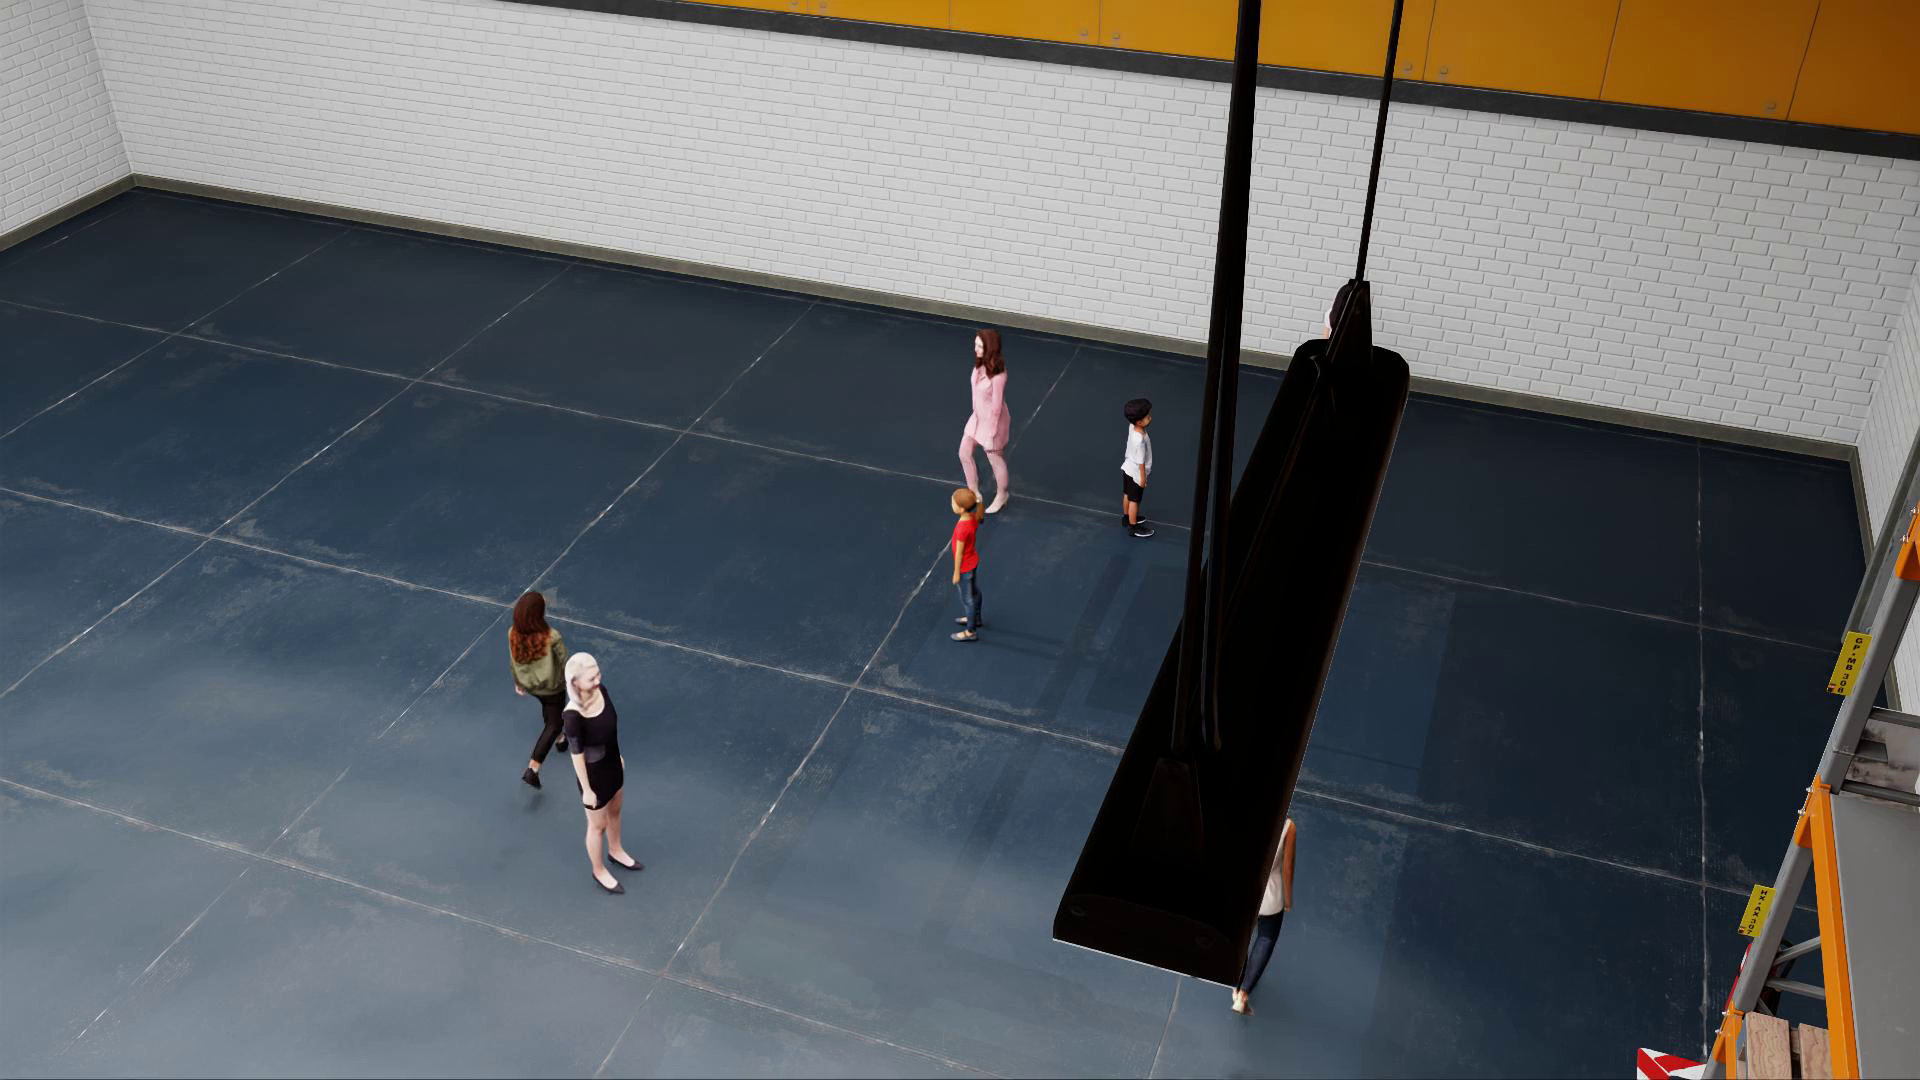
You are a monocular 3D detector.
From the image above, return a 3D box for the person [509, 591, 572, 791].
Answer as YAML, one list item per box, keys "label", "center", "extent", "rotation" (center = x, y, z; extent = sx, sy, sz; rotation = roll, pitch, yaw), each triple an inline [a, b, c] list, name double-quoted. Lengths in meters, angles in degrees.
- label: "person"
  center: [-2.859, 1.032, 11.313]
  extent: [0.566, 1.452, 0.963]
  rotation: [11, 35, 16]

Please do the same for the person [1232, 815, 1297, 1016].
- label: "person"
  center: [1.652, 2.071, 9.459]
  extent: [0.635, 1.774, 0.726]
  rotation: [14, 36, 20]

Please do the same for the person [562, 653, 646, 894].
- label: "person"
  center: [-2.264, 1.438, 10.358]
  extent: [0.633, 1.832, 0.421]
  rotation: [11, 35, 15]

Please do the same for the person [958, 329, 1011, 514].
- label: "person"
  center: [0.329, -0.997, 14.067]
  extent: [0.901, 1.782, 0.842]
  rotation: [-16, 37, -23]

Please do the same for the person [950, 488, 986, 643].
- label: "person"
  center: [0.062, 0.181, 12.724]
  extent: [0.542, 1.306, 0.434]
  rotation: [7, 34, 11]

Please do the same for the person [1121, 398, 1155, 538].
- label: "person"
  center: [1.478, -0.622, 13.972]
  extent: [0.636, 1.262, 0.559]
  rotation: [-6, 34, -9]
